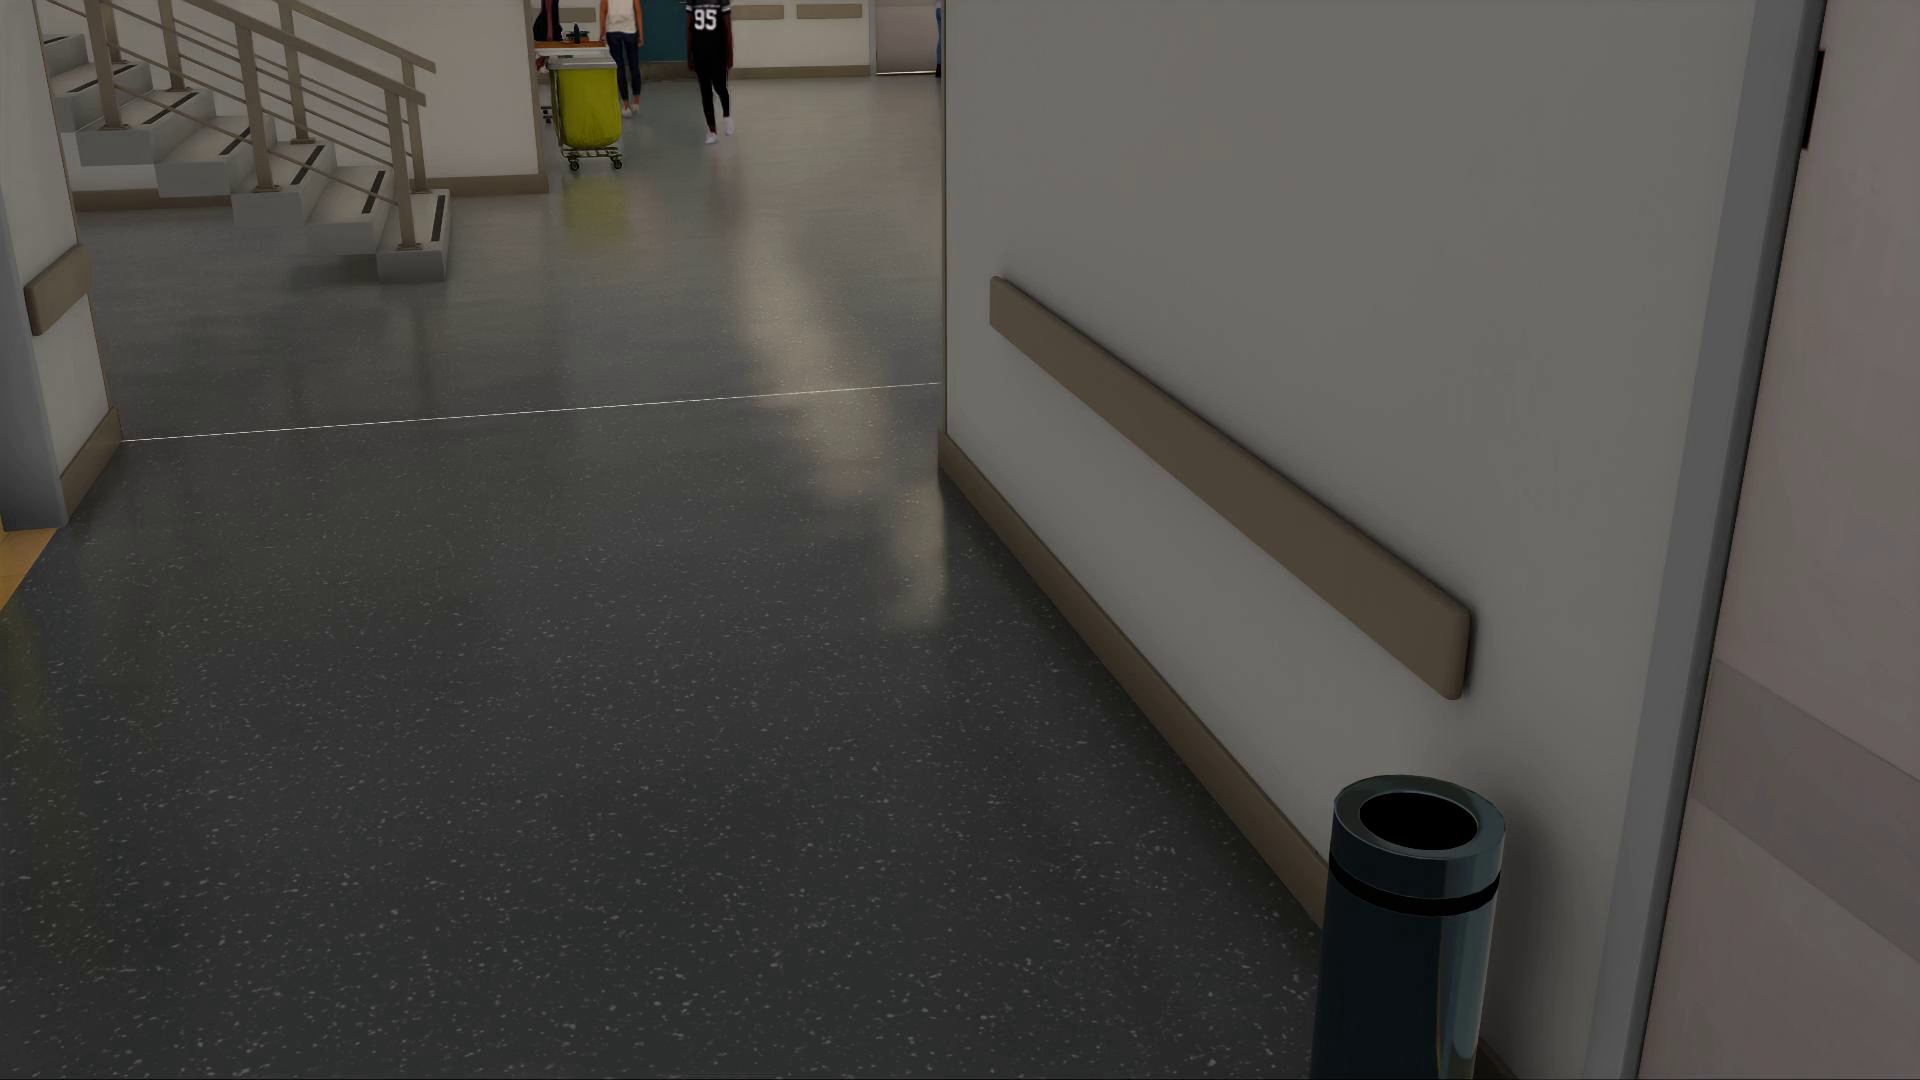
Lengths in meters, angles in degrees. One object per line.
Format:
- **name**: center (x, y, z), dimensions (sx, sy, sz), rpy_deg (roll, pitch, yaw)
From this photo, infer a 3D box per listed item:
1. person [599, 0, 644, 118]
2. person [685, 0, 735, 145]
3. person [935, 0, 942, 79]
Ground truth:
- **person**: center (-3.799, -5.677, 18.750), dimensions (0.800, 1.789, 0.715), rpy_deg (-8, 22, -19)
- **person**: center (-2.501, -4.882, 16.748), dimensions (0.786, 1.721, 0.818), rpy_deg (3, 21, 8)
- **person**: center (-0.206, -7.388, 23.367), dimensions (0.577, 1.719, 0.617), rpy_deg (-9, 23, -23)
